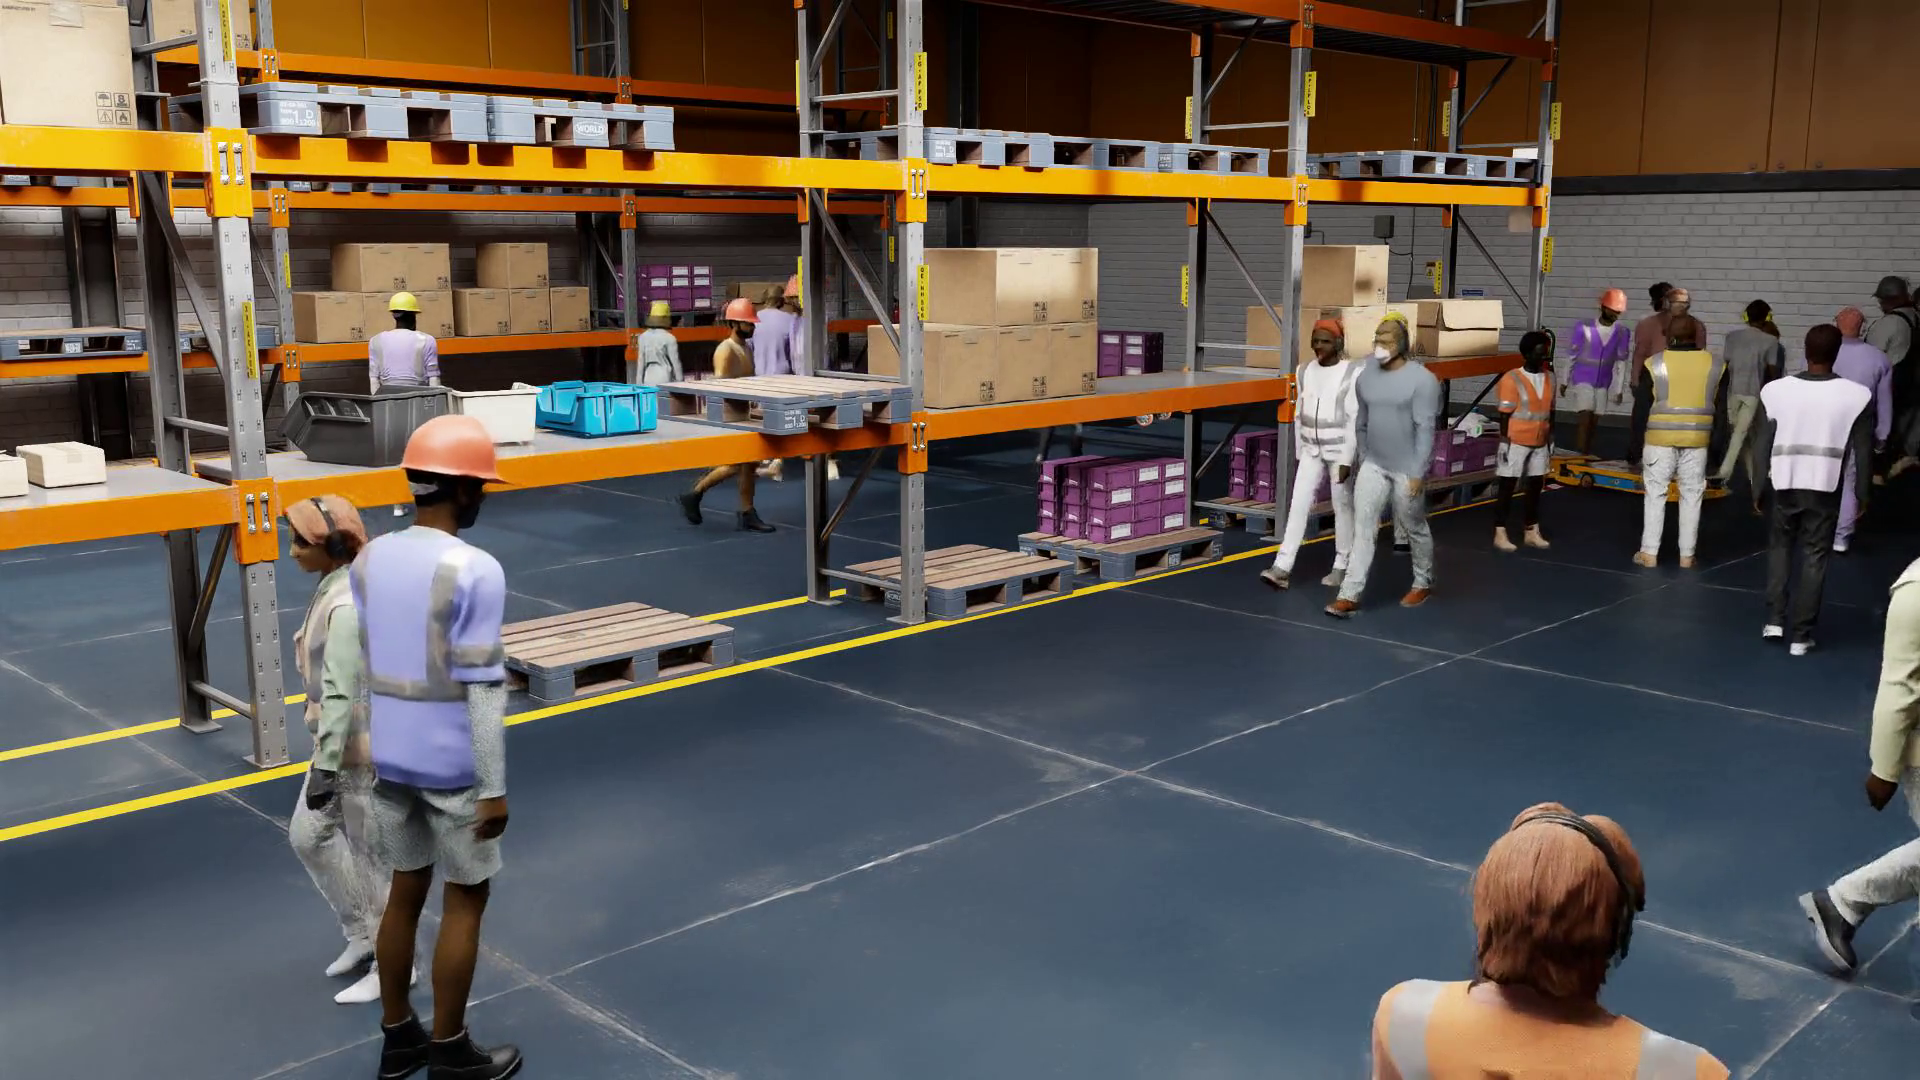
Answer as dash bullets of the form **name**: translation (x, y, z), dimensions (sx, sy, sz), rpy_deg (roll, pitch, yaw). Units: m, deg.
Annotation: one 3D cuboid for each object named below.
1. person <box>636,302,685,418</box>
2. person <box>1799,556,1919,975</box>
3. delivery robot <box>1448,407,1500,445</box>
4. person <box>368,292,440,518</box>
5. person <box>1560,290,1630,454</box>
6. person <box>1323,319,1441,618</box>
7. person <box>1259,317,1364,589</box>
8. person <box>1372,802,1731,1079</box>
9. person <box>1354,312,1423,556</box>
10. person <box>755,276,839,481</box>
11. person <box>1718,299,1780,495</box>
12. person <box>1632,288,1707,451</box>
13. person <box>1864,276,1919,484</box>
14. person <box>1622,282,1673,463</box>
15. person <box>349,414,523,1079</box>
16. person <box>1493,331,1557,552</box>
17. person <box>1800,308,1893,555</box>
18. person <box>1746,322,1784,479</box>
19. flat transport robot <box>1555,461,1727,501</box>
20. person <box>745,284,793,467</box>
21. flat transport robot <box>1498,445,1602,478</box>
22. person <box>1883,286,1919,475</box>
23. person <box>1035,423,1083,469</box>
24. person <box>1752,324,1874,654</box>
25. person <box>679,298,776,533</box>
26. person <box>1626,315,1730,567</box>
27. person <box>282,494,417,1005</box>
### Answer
- **person**: translation (-3.041, -1.611, 17.291), dimensions (0.511, 1.711, 0.784), rpy_deg (7, 12, 33)
- **person**: translation (2.962, 0.593, 5.080), dimensions (0.608, 1.803, 0.692), rpy_deg (-6, 12, -30)
- **delivery robot**: translation (5.531, -1.192, 17.943), dimensions (0.477, 0.478, 0.707), rpy_deg (-3, 11, -15)
- **person**: translation (-4.723, -1.147, 14.215), dimensions (0.589, 1.924, 0.384), rpy_deg (0, 10, -1)
- **person**: translation (6.355, -1.559, 16.611), dimensions (0.572, 1.872, 0.842), rpy_deg (0, 10, -1)
- **person**: translation (2.743, -0.452, 10.542), dimensions (1.021, 1.890, 0.650), rpy_deg (-9, 14, -41)
- **person**: translation (2.413, -0.563, 11.241), dimensions (0.588, 1.846, 0.873), rpy_deg (10, 14, 43)
- **person**: translation (0.819, 1.170, 2.374), dimensions (0.542, 1.624, 0.365), rpy_deg (8, 13, 37)
- **person**: translation (3.244, -0.800, 12.568), dimensions (0.588, 1.835, 0.403), rpy_deg (7, 12, 33)
- **person**: translation (-1.579, -1.539, 16.118), dimensions (0.978, 1.998, 0.632), rpy_deg (-7, 13, -35)
- **person**: translation (7.336, -1.325, 15.504), dimensions (0.958, 1.807, 0.521), rpy_deg (-7, 13, -35)
- **person**: translation (7.097, -1.572, 16.645), dimensions (0.672, 1.884, 0.452), rpy_deg (1, 10, 6)
- **person**: translation (8.928, -1.552, 16.108), dimensions (0.693, 2.000, 0.538), rpy_deg (-8, 13, -38)
- **person**: translation (7.219, -1.709, 17.270), dimensions (0.634, 1.921, 0.748), rpy_deg (0, 10, 0)
- **person**: translation (-1.449, 0.603, 4.715), dimensions (0.559, 1.915, 0.439), rpy_deg (6, 12, 30)
- **person**: translation (4.326, -0.751, 12.708), dimensions (0.539, 1.692, 0.316), rpy_deg (-4, 11, -21)
- **person**: translation (6.769, -0.849, 12.782), dimensions (0.682, 1.850, 0.988), rpy_deg (5, 11, 23)
- **person**: translation (7.880, -1.365, 16.288), dimensions (0.537, 1.608, 0.329), rpy_deg (-8, 13, -36)
- **flat transport robot**: translation (6.356, -0.570, 15.580), dimensions (0.652, 0.197, 1.431), rpy_deg (-5, 12, -26)
- **person**: translation (-1.899, -1.674, 17.152), dimensions (0.634, 1.896, 0.885), rpy_deg (2, 11, 9)
- **flat transport robot**: translation (5.858, -0.821, 16.948), dimensions (0.652, 0.197, 1.431), rpy_deg (-3, 11, -13)
- **person**: translation (9.558, -1.580, 16.621), dimensions (0.807, 1.921, 0.452), rpy_deg (-4, 11, -20)
- **person**: translation (1.025, -1.542, 16.695), dimensions (0.529, 1.816, 0.896), rpy_deg (5, 12, 27)
- **person**: translation (4.949, -0.298, 9.653), dimensions (0.606, 1.901, 0.579), rpy_deg (7, 13, 35)
- **person**: translation (-1.885, -0.995, 13.430), dimensions (0.703, 1.919, 0.551), rpy_deg (3, 11, 16)
- **person**: translation (5.188, -0.701, 12.051), dimensions (0.670, 1.831, 0.430), rpy_deg (2, 10, 8)
- **person**: translation (-1.916, 0.660, 5.179), dimensions (0.399, 1.623, 0.523), rpy_deg (-5, 12, -27)
